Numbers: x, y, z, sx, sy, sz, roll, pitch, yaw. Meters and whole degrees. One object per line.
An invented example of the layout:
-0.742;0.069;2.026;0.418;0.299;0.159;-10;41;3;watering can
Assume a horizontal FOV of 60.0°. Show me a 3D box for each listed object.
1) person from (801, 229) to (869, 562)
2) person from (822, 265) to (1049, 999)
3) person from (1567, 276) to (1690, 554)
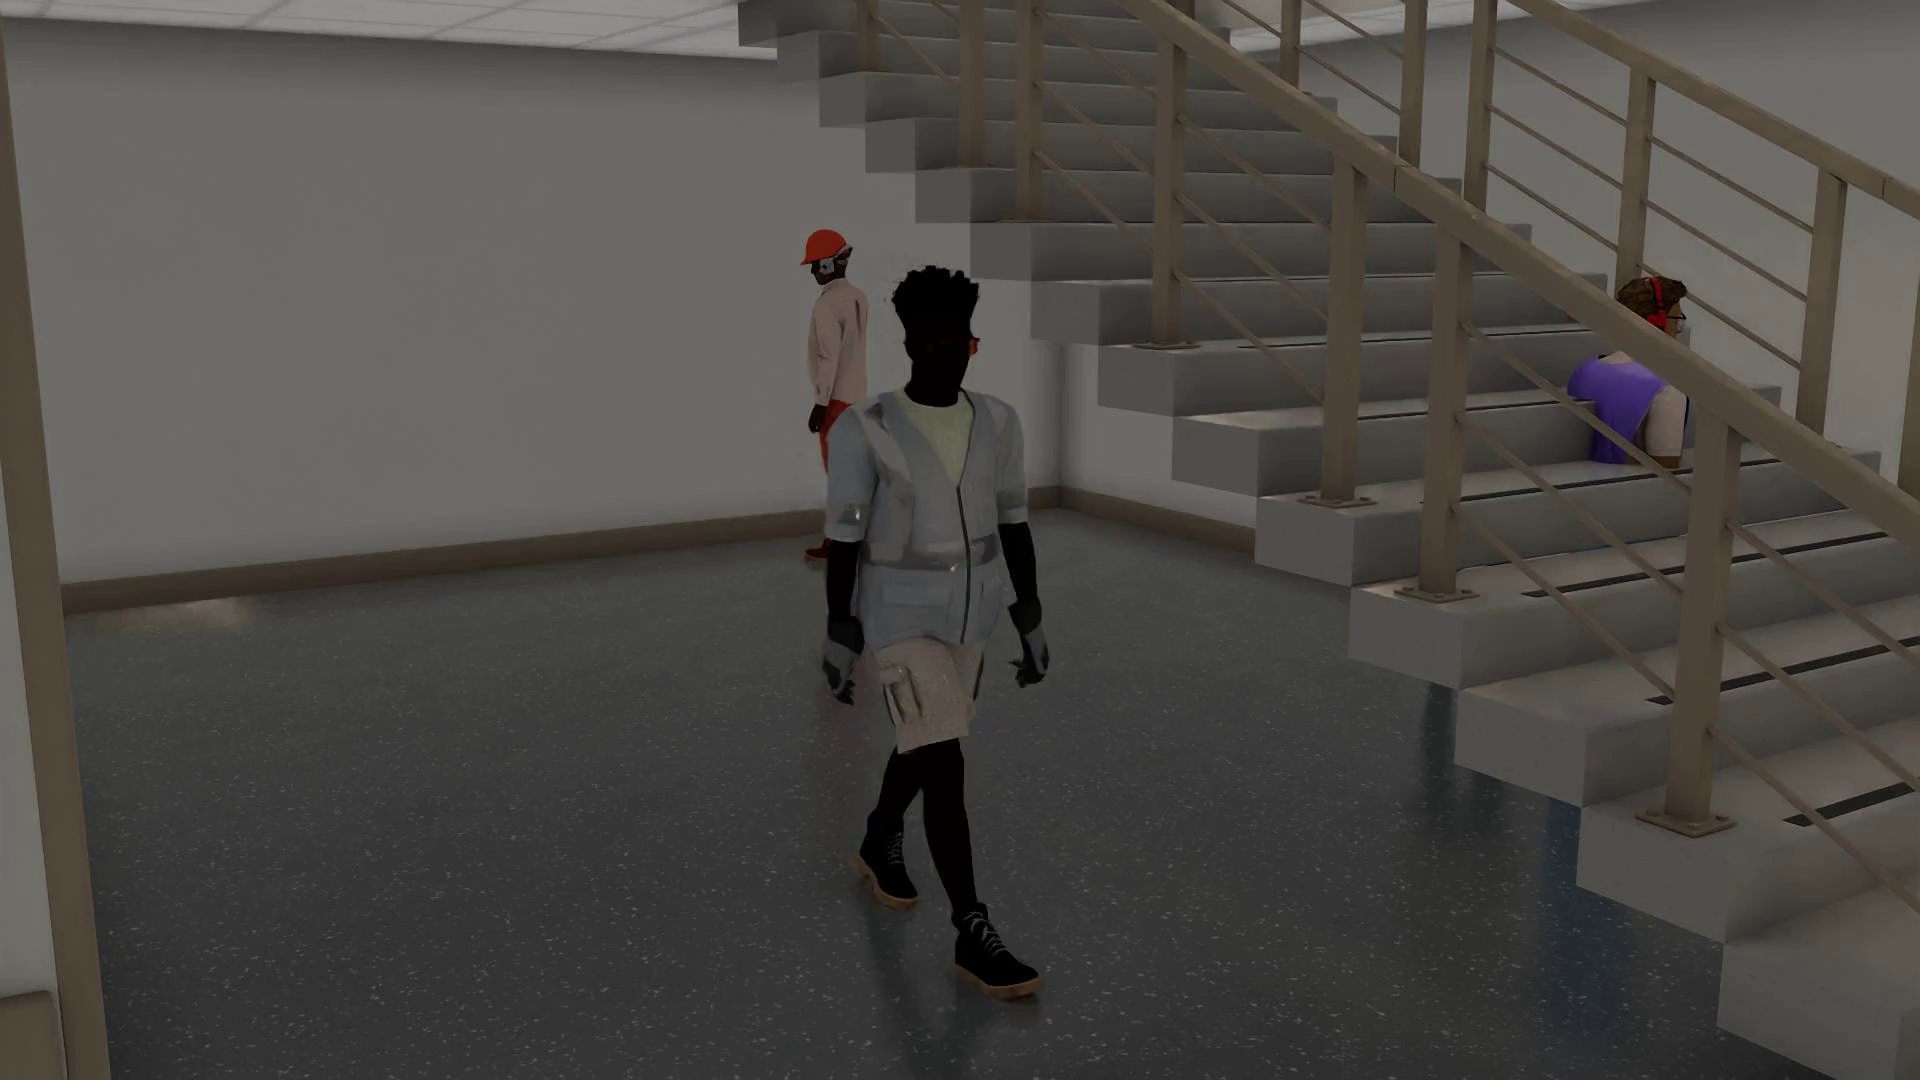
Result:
-0.752;-0.859;9.999;0.393;1.986;0.611;3;11;17;person
-0.076;0.201;4.625;0.619;1.920;0.994;-8;13;-35;person
2.299;0.006;5.830;0.373;1.843;0.572;-3;11;-14;person
